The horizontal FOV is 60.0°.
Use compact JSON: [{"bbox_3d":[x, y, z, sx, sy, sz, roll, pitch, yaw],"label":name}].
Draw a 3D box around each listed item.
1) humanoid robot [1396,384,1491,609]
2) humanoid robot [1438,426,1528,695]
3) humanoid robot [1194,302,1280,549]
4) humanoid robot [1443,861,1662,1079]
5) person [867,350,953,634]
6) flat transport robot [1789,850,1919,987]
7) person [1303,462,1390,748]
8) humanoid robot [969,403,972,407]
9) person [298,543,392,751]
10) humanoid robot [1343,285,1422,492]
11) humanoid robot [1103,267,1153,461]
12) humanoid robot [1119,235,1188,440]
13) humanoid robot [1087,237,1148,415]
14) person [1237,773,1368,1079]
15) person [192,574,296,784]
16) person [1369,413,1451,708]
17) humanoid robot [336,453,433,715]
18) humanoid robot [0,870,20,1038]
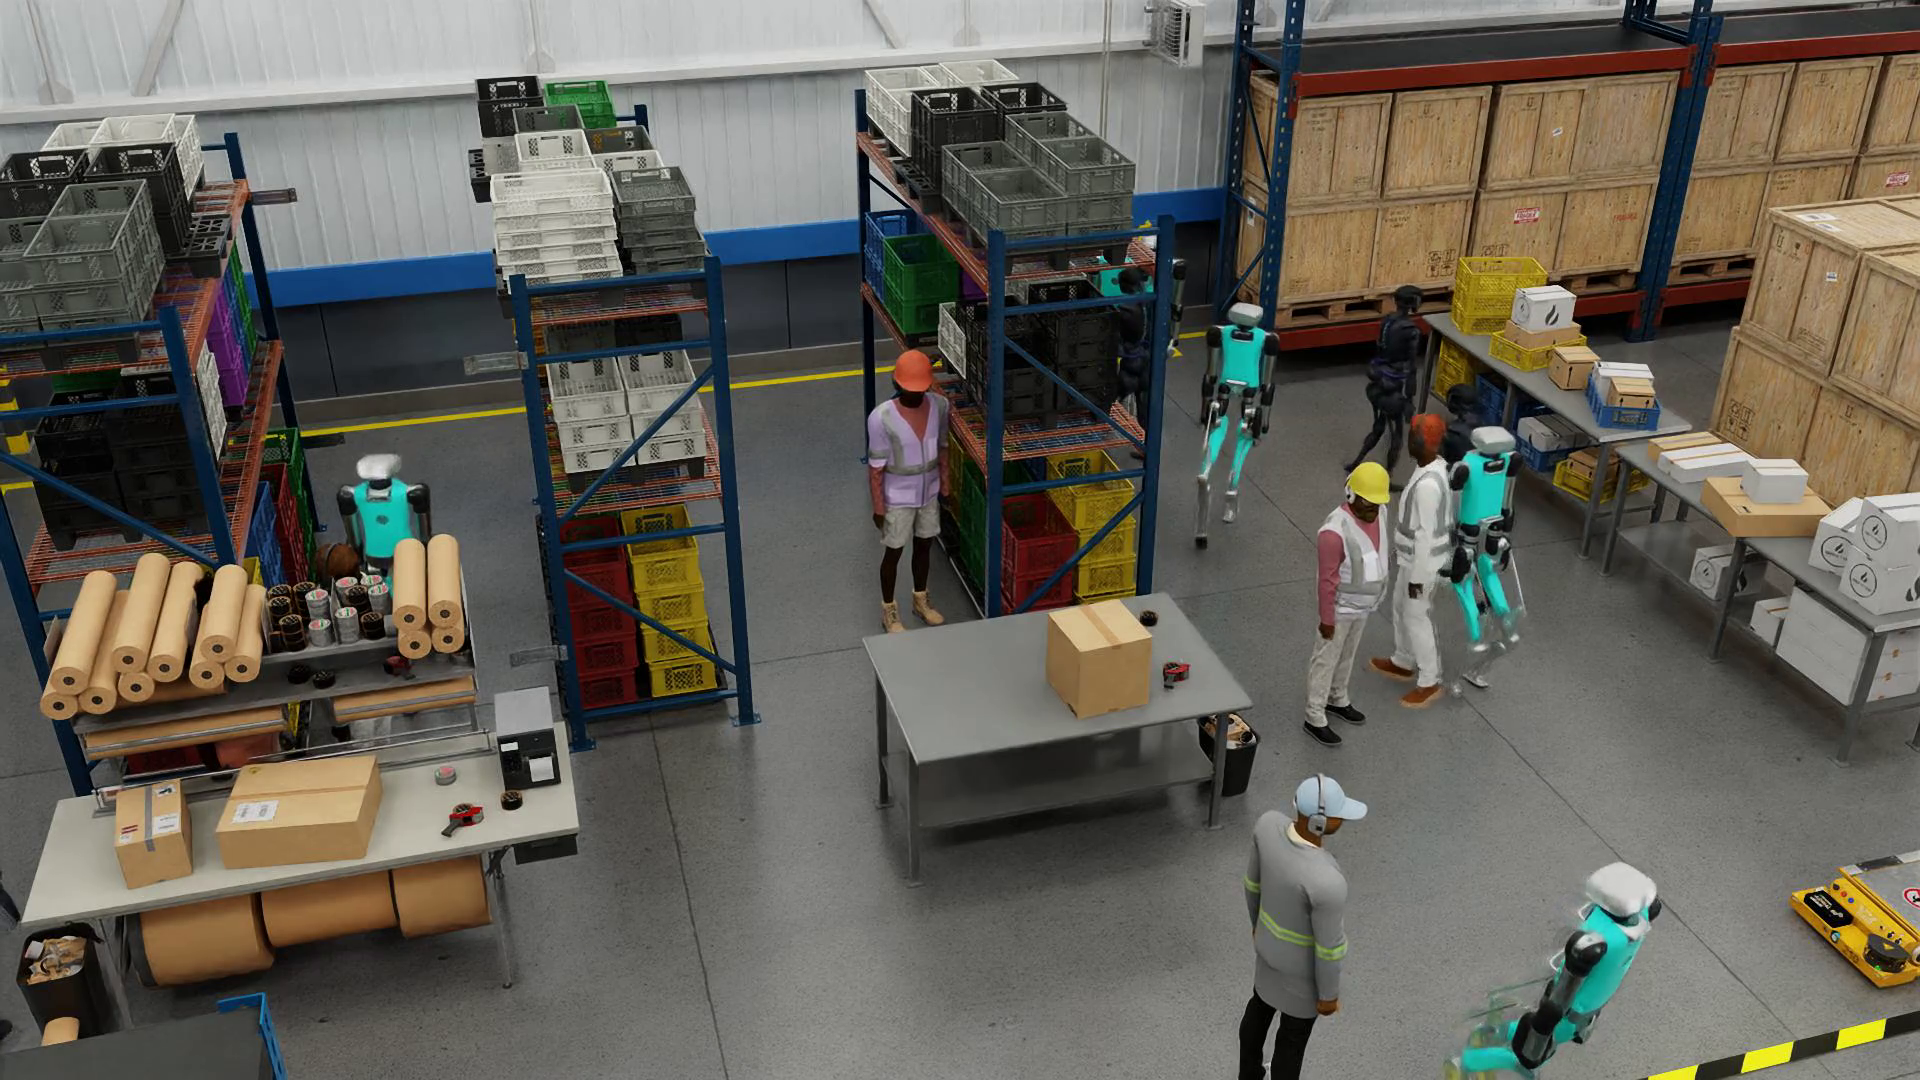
[{"bbox_3d":[3.405,-0.284,11.289,0.785,1.635,0.590,25,37,37],"label":"humanoid robot"},{"bbox_3d":[3.273,0.212,10.247,0.530,1.793,0.662,-13,31,-22],"label":"humanoid robot"},{"bbox_3d":[1.917,-0.752,12.025,0.541,1.756,0.978,11,31,19],"label":"humanoid robot"},{"bbox_3d":[2.384,1.988,7.033,0.554,1.774,0.803,-22,36,-34],"label":"humanoid robot"},{"bbox_3d":[-0.300,-0.296,10.863,0.608,2.040,0.391,-18,33,-29],"label":"person"},{"bbox_3d":[5.163,1.916,8.676,1.431,0.231,0.659,-8,30,-14],"label":"flat transport robot"},{"bbox_3d":[2.321,0.359,9.890,0.404,1.828,0.590,24,37,37],"label":"person"},{"bbox_3d":[0.271,-1.705,13.833,0.632,1.629,0.588,0,29,0],"label":"humanoid robot"},{"bbox_3d":[-3.244,0.828,9.021,0.429,1.841,0.633,4,29,6],"label":"person"},{"bbox_3d":[3.305,-1.184,12.865,0.403,1.641,0.600,-8,30,-14],"label":"humanoid robot"},{"bbox_3d":[1.362,-1.378,13.228,0.502,1.645,0.606,24,37,37],"label":"humanoid robot"},{"bbox_3d":[1.555,-1.739,13.762,0.543,1.768,0.675,2,29,3],"label":"humanoid robot"},{"bbox_3d":[1.348,-1.798,13.765,0.533,1.681,0.735,10,30,17],"label":"humanoid robot"},{"bbox_3d":[1.479,1.788,7.265,0.387,1.849,0.596,-13,31,-22],"label":"person"},{"bbox_3d":[-3.638,1.050,8.489,0.368,1.966,0.603,7,30,12],"label":"person"},{"bbox_3d":[2.886,0.118,10.309,0.482,1.865,0.641,8,30,14],"label":"person"},{"bbox_3d":[-3.443,0.181,10.377,0.550,1.835,0.856,-3,29,-6],"label":"humanoid robot"},{"bbox_3d":[-4.729,1.633,7.733,0.613,1.641,0.515,-3,29,-5],"label":"humanoid robot"}]
